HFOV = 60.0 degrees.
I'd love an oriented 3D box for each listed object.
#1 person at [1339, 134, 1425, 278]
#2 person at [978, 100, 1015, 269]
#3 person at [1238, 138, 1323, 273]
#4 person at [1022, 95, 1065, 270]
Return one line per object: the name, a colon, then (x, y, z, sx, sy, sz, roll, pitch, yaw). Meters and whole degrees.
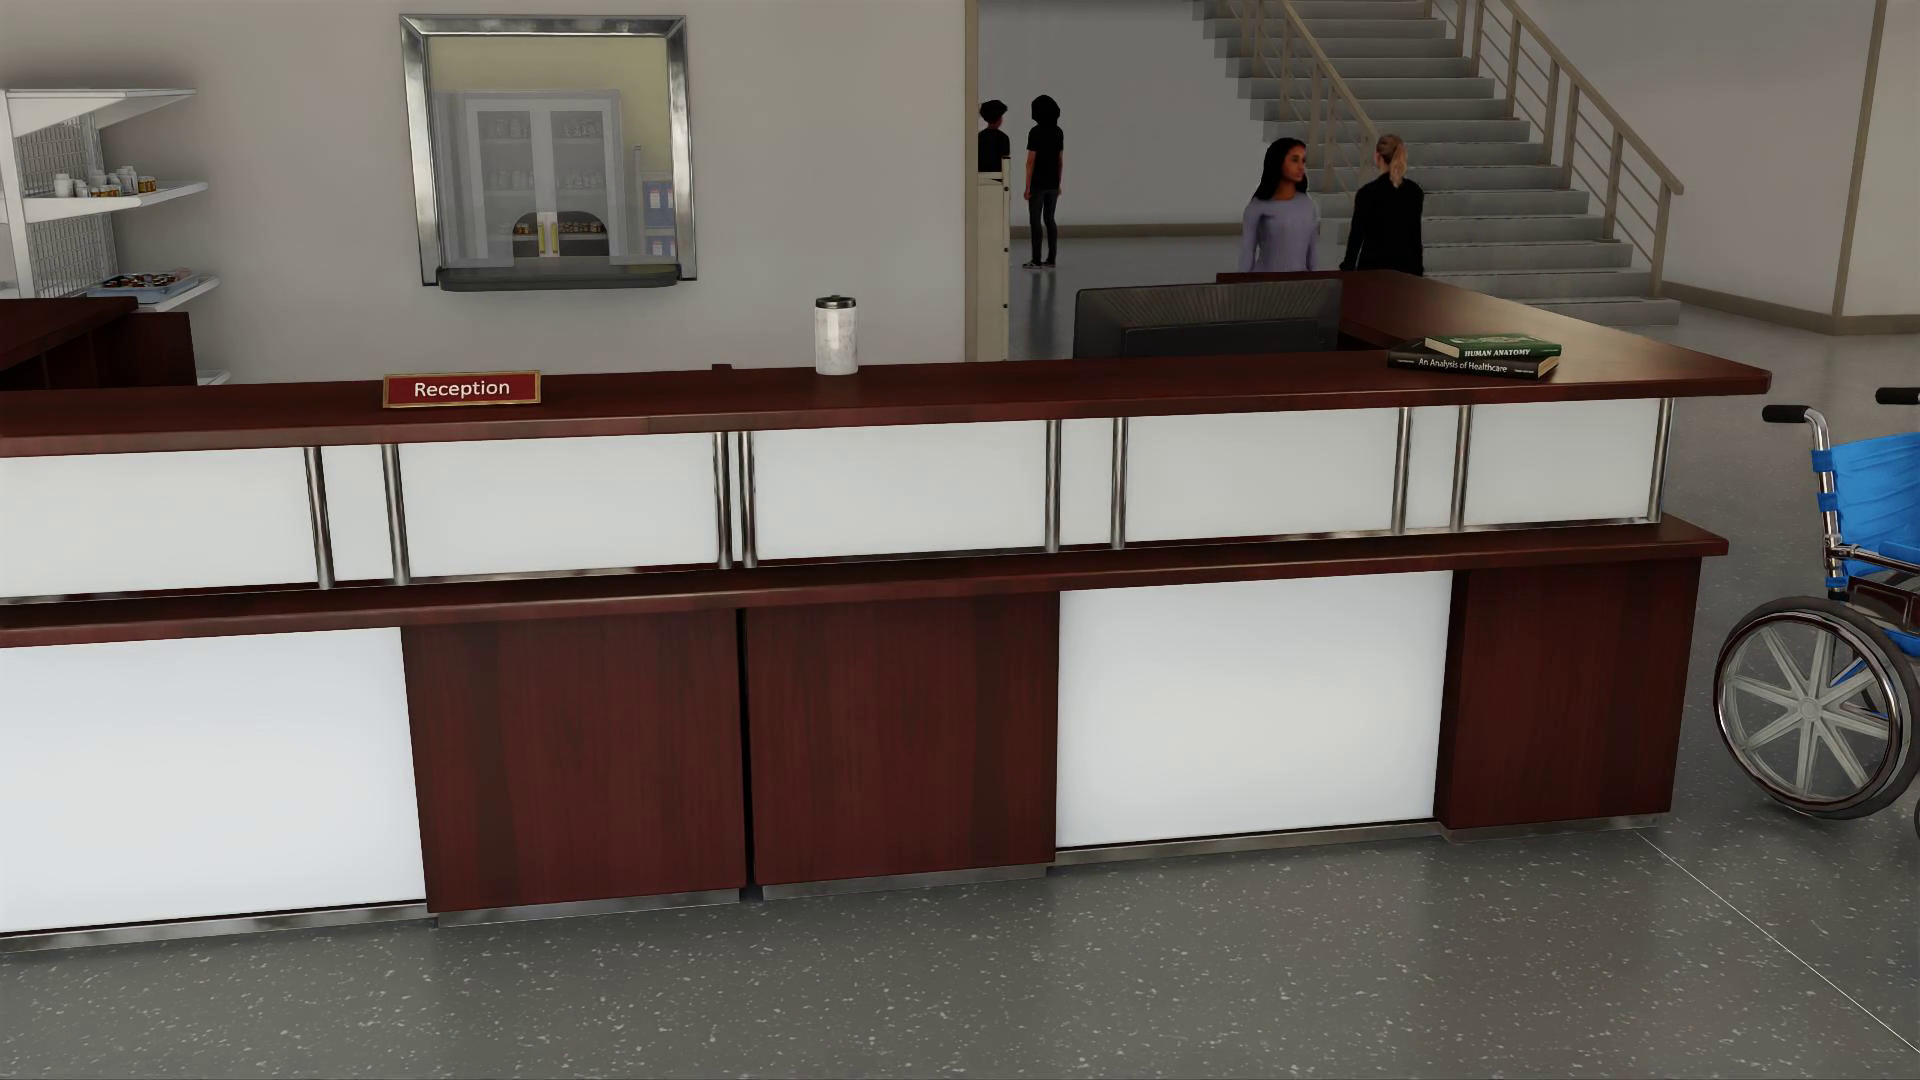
person: (2.617, -1.565, 10.062, 0.734, 1.682, 0.905, -6, 17, -19)
person: (0.347, -3.846, 17.975, 0.692, 1.780, 0.764, 12, 20, 37)
person: (1.661, -1.300, 9.092, 0.850, 1.699, 1.177, -8, 18, -26)
person: (0.908, -3.846, 17.869, 0.710, 1.824, 0.701, -12, 20, -36)
